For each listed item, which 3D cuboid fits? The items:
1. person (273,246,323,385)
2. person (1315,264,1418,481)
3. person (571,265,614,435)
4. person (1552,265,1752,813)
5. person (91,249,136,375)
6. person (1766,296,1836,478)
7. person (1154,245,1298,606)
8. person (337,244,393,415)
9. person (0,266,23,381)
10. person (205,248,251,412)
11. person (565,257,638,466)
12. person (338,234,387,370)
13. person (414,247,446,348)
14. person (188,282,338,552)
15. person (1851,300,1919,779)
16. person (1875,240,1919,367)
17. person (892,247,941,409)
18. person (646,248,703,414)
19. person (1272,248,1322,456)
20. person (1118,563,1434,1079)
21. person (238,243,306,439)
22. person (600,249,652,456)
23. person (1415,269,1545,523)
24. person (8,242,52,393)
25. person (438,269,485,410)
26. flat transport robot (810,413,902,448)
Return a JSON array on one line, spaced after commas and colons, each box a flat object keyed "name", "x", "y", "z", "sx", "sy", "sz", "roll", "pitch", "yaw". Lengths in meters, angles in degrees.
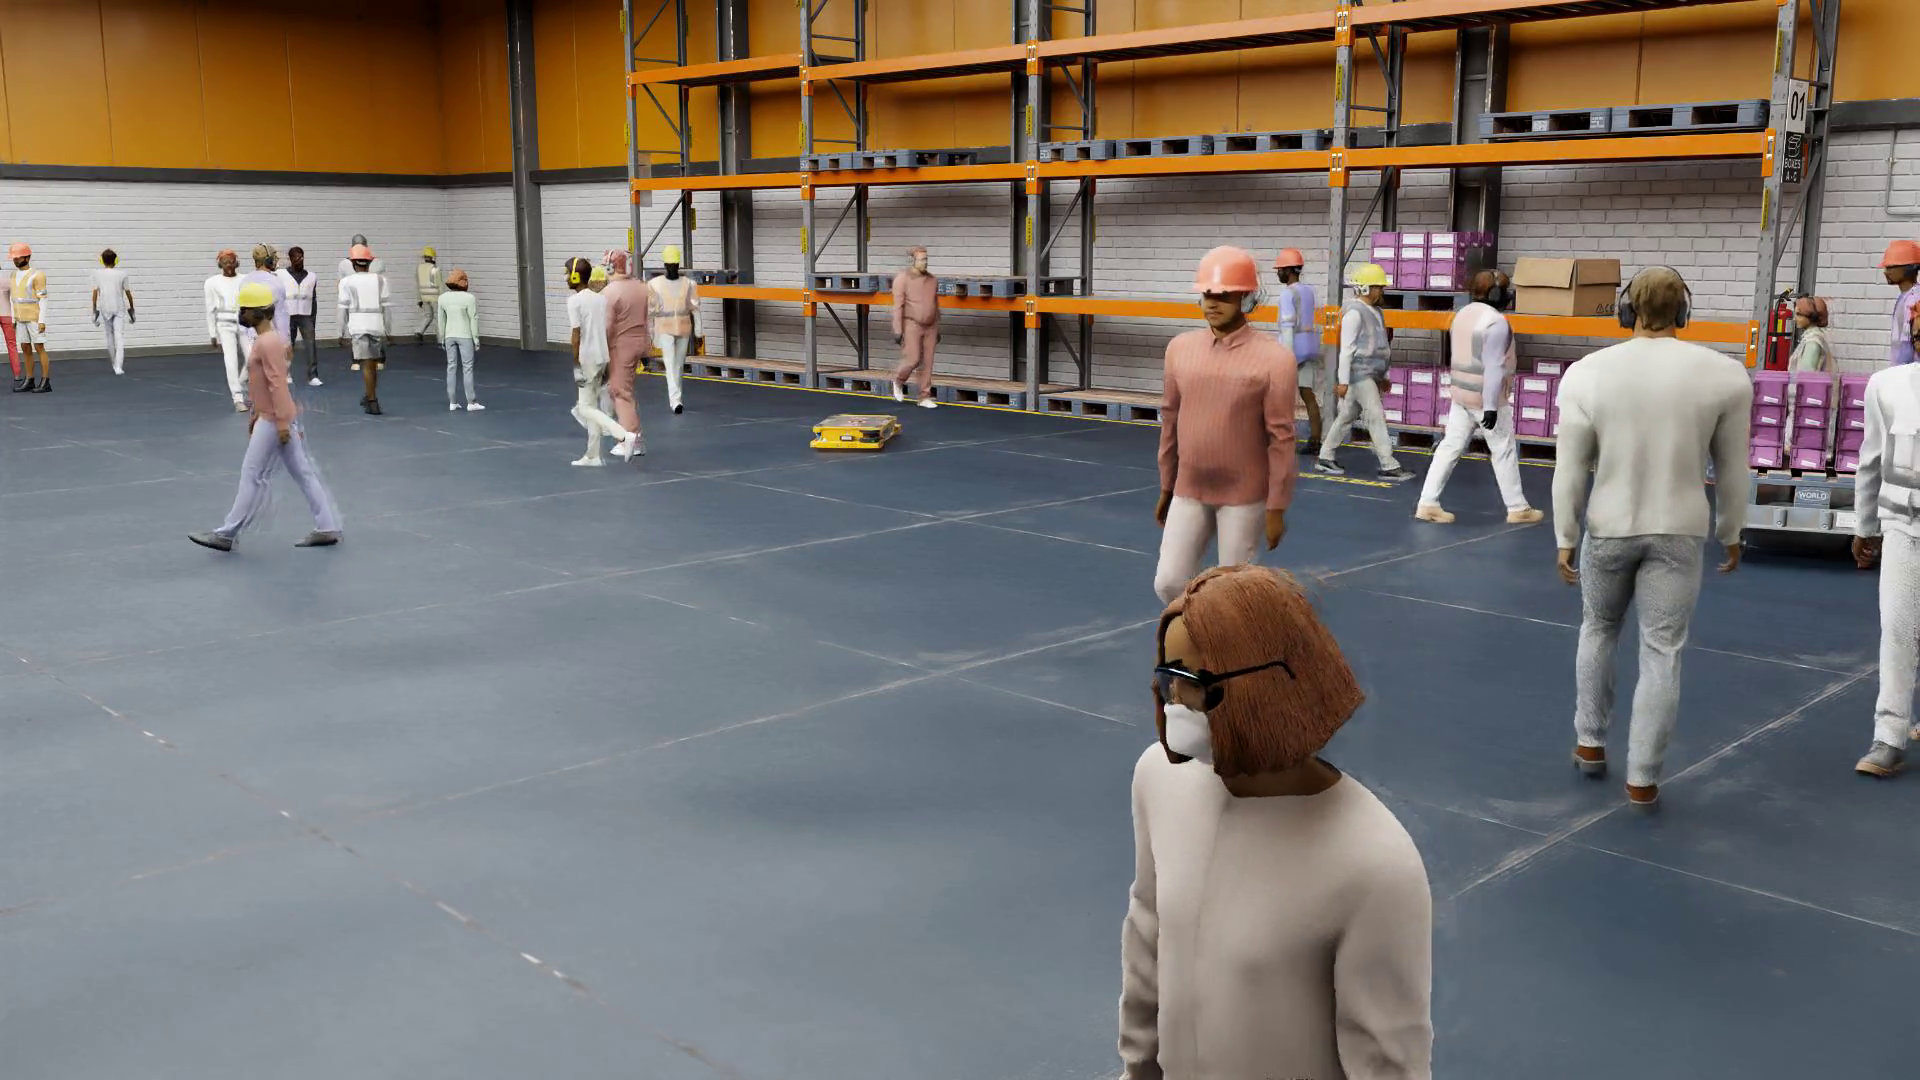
[{"name": "person", "x": -9.044, "y": -3.054, "z": 22.652, "sx": 0.593, "sy": 1.881, "sz": 0.961, "roll": -8, "pitch": 13, "yaw": -39}, {"name": "person", "x": 3.386, "y": -1.400, "z": 13.887, "sx": 0.924, "sy": 1.786, "sz": 0.611, "roll": 7, "pitch": 12, "yaw": 32}, {"name": "person", "x": -3.653, "y": -1.909, "z": 16.803, "sx": 0.487, "sy": 1.725, "sz": 0.497, "roll": -2, "pitch": 11, "yaw": -10}, {"name": "person", "x": 2.488, "y": -0.023, "z": 6.029, "sx": 0.647, "sy": 1.911, "sz": 0.788, "roll": 5, "pitch": 11, "yaw": 23}, {"name": "person", "x": -12.412, "y": -3.342, "z": 24.388, "sx": 0.552, "sy": 1.817, "sz": 1.000, "roll": -3, "pitch": 11, "yaw": -18}, {"name": "person", "x": 6.161, "y": -0.954, "z": 11.979, "sx": 0.819, "sy": 1.598, "sz": 0.534, "roll": 6, "pitch": 12, "yaw": 28}, {"name": "person", "x": 1.056, "y": -0.192, "z": 6.751, "sx": 0.643, "sy": 1.980, "sz": 0.430, "roll": 8, "pitch": 13, "yaw": 38}, {"name": "person", "x": -6.840, "y": -2.396, "z": 18.966, "sx": 0.570, "sy": 1.905, "sz": 0.875, "roll": -9, "pitch": 14, "yaw": -42}, {"name": "person", "x": -13.301, "y": -3.064, "z": 22.998, "sx": 0.524, "sy": 1.770, "sz": 0.324, "roll": -6, "pitch": 12, "yaw": -30}, {"name": "person", "x": -8.376, "y": -2.424, "z": 19.206, "sx": 0.606, "sy": 1.875, "sz": 0.544, "roll": -7, "pitch": 13, "yaw": -35}, {"name": "person", "x": -3.121, "y": -1.518, "z": 14.387, "sx": 0.684, "sy": 1.848, "sz": 0.503, "roll": 5, "pitch": 11, "yaw": 23}, {"name": "person", "x": -9.001, "y": -3.584, "z": 25.087, "sx": 0.682, "sy": 2.000, "sz": 0.537, "roll": -5, "pitch": 11, "yaw": -24}, {"name": "person", "x": -9.493, "y": -4.360, "z": 29.916, "sx": 0.614, "sy": 1.819, "sz": 0.590, "roll": 5, "pitch": 11, "yaw": 24}, {"name": "person", "x": -4.486, "y": -0.777, "z": 10.648, "sx": 0.912, "sy": 1.712, "sz": 0.544, "roll": -4, "pitch": 11, "yaw": -20}, {"name": "person", "x": 3.740, "y": -0.045, "z": 6.395, "sx": 0.595, "sy": 1.834, "sz": 0.969, "roll": 9, "pitch": 14, "yaw": 42}, {"name": "person", "x": 7.088, "y": -1.259, "z": 12.577, "sx": 1.130, "sy": 1.971, "sz": 0.630, "roll": 4, "pitch": 11, "yaw": 21}, {"name": "person", "x": -0.507, "y": -2.490, "z": 19.521, "sx": 0.663, "sy": 1.890, "sz": 0.589, "roll": -8, "pitch": 13, "yaw": -39}, {"name": "person", "x": -3.242, "y": -2.384, "z": 18.985, "sx": 0.609, "sy": 1.870, "sz": 0.974, "roll": -4, "pitch": 11, "yaw": -20}, {"name": "person", "x": 2.987, "y": -1.732, "z": 15.393, "sx": 0.945, "sy": 1.895, "sz": 0.555, "roll": 9, "pitch": 14, "yaw": 42}, {"name": "person", "x": 0.386, "y": 0.826, "z": 2.215, "sx": 0.434, "sy": 1.611, "sz": 0.549, "roll": -7, "pitch": 13, "yaw": -35}, {"name": "person", "x": -6.818, "y": -1.945, "z": 16.428, "sx": 0.627, "sy": 1.941, "sz": 0.371, "roll": 6, "pitch": 12, "yaw": 31}, {"name": "person", "x": -3.155, "y": -1.705, "z": 15.242, "sx": 0.549, "sy": 1.887, "sz": 0.681, "roll": 4, "pitch": 11, "yaw": 20}, {"name": "person", "x": 3.650, "y": -0.994, "z": 11.652, "sx": 0.945, "sy": 1.797, "sz": 0.639, "roll": -3, "pitch": 11, "yaw": -14}, {"name": "person", "x": -11.997, "y": -2.855, "z": 21.397, "sx": 0.542, "sy": 1.936, "sz": 0.367, "roll": 3, "pitch": 11, "yaw": 18}, {"name": "person", "x": -5.794, "y": -2.315, "z": 19.277, "sx": 0.499, "sy": 1.633, "sz": 0.289, "roll": 3, "pitch": 11, "yaw": 16}, {"name": "flat transport robot", "x": -0.997, "y": -1.066, "z": 16.185, "sx": 0.652, "sy": 0.197, "sz": 1.431, "roll": 1, "pitch": 10, "yaw": 7}]
